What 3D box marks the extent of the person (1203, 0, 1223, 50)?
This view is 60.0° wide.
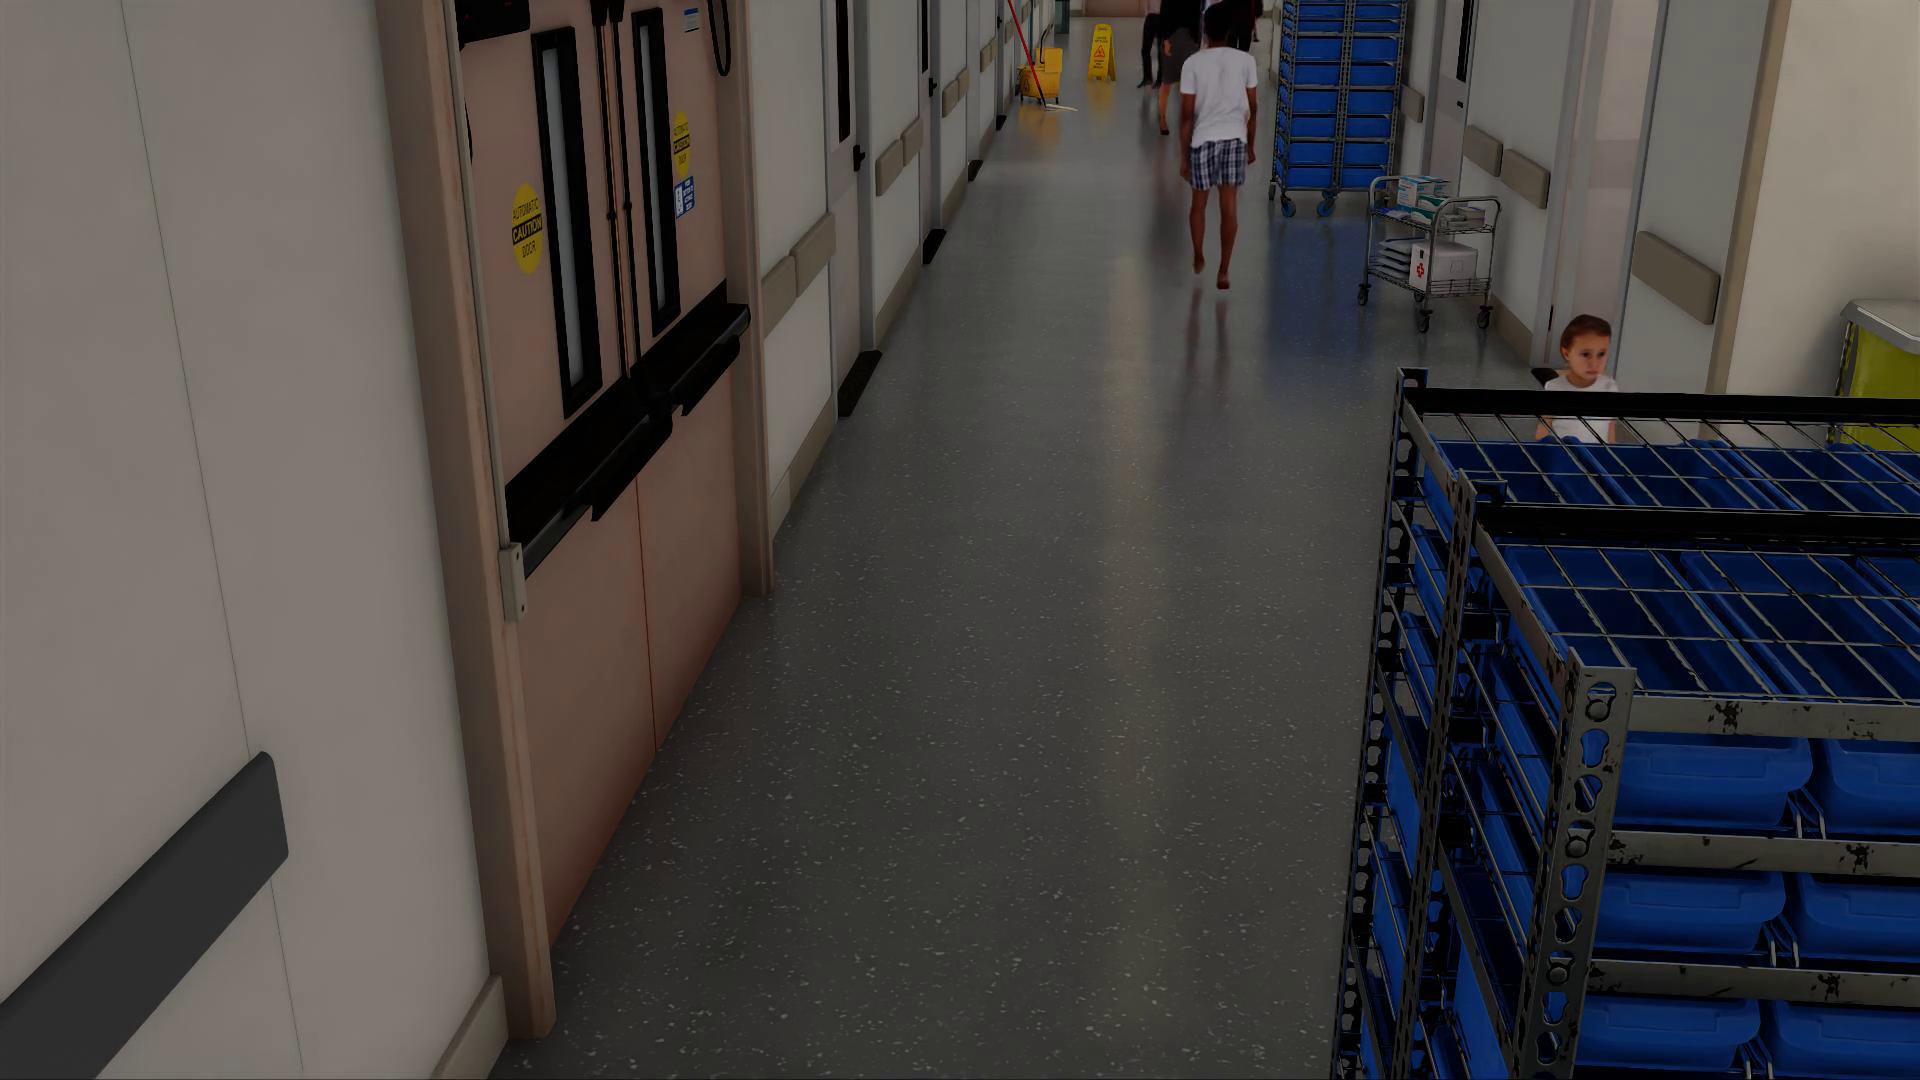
[{"bbox_3d":[3.306,-6.779,21.655,0.780,1.828,0.617,10,23,24],"label":"person"}]

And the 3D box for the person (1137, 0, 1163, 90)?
[{"bbox_3d":[2.672,-6.841,21.875,0.777,1.789,0.835,16,26,36],"label":"person"}]

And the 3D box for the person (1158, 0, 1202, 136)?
[{"bbox_3d":[2.169,-4.939,16.847,0.805,1.795,1.192,-3,21,-8],"label":"person"}]

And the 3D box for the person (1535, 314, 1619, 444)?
[{"bbox_3d":[2.062,-0.264,5.597,0.430,1.019,0.432,-1,21,-2],"label":"person"}]

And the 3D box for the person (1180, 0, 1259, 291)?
[{"bbox_3d":[1.590,-2.369,10.207,0.649,1.690,1.126,2,21,5],"label":"person"}]

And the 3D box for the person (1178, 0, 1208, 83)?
[{"bbox_3d":[3.193,-7.146,22.814,0.698,1.695,0.884,-3,21,-8],"label":"person"}]

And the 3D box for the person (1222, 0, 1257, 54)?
[{"bbox_3d":[3.521,-6.449,21.026,0.627,1.658,0.578,6,22,16],"label":"person"}]
